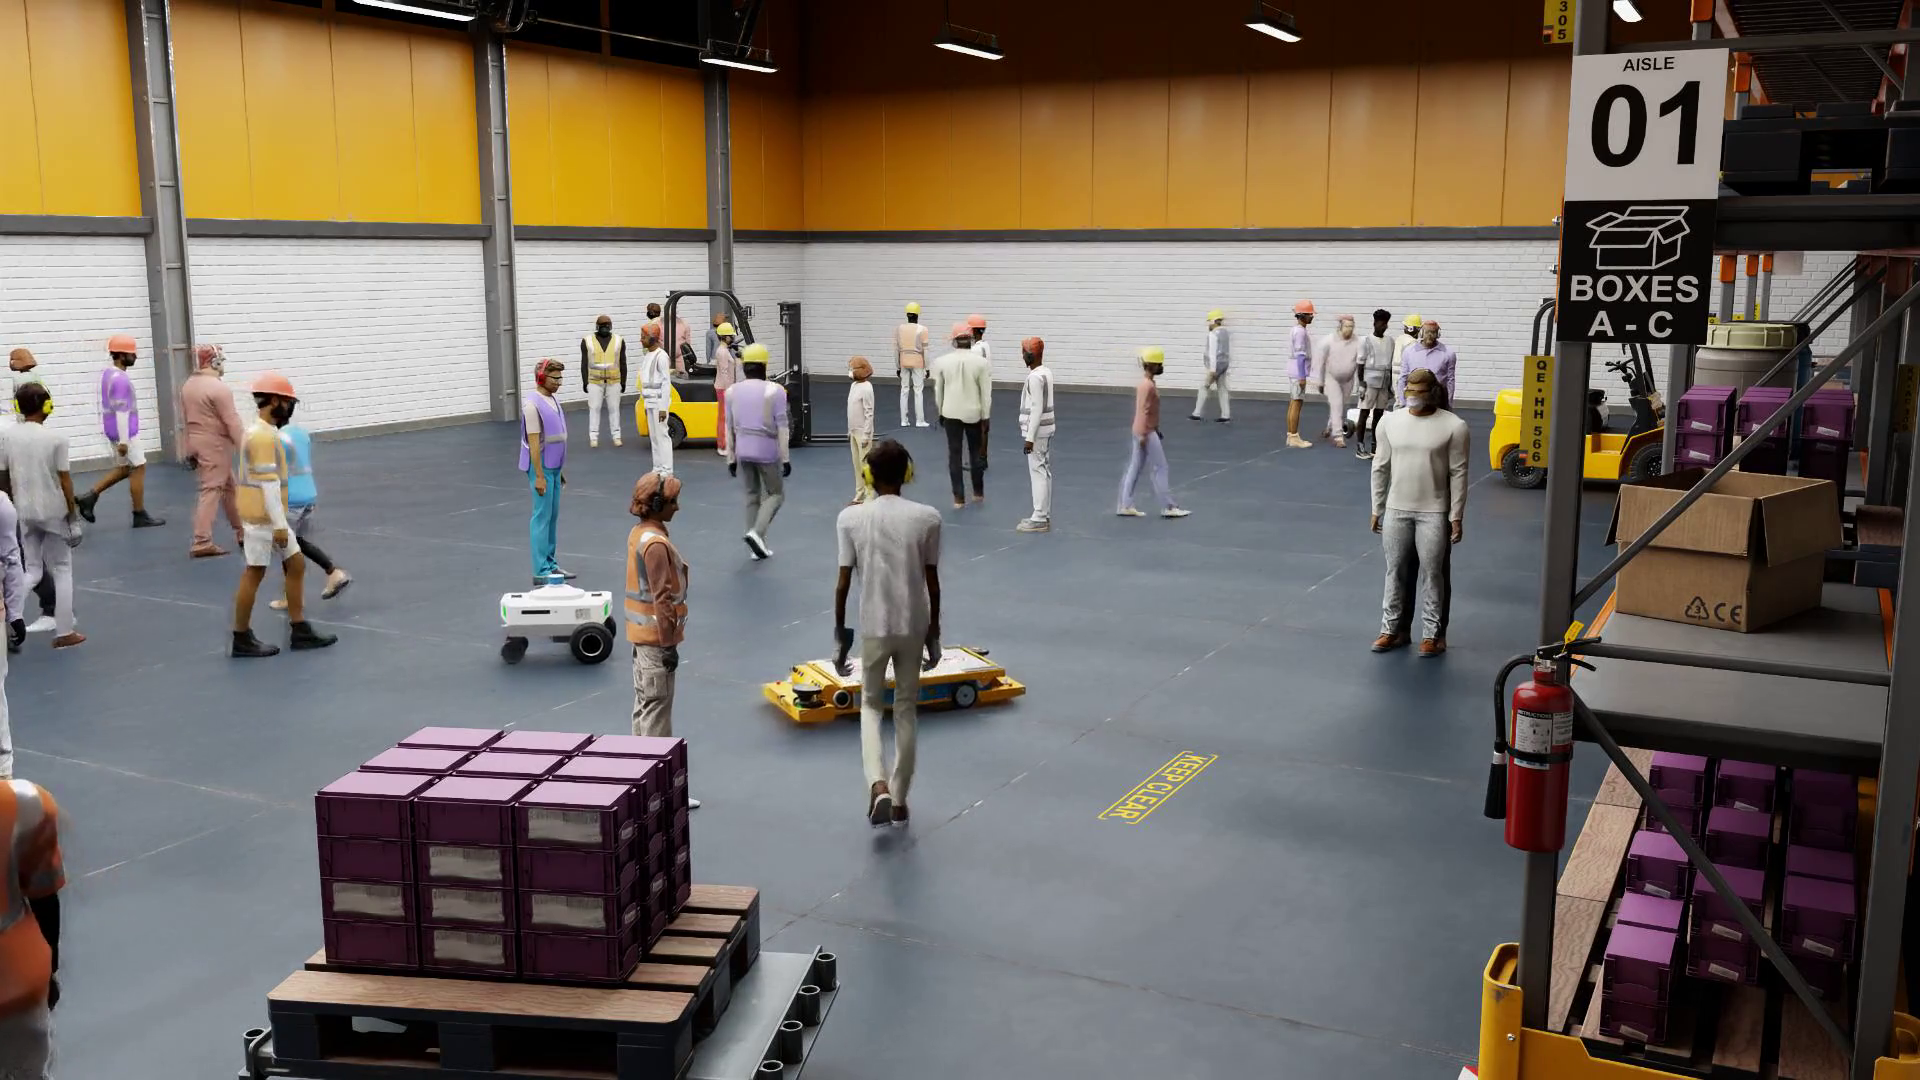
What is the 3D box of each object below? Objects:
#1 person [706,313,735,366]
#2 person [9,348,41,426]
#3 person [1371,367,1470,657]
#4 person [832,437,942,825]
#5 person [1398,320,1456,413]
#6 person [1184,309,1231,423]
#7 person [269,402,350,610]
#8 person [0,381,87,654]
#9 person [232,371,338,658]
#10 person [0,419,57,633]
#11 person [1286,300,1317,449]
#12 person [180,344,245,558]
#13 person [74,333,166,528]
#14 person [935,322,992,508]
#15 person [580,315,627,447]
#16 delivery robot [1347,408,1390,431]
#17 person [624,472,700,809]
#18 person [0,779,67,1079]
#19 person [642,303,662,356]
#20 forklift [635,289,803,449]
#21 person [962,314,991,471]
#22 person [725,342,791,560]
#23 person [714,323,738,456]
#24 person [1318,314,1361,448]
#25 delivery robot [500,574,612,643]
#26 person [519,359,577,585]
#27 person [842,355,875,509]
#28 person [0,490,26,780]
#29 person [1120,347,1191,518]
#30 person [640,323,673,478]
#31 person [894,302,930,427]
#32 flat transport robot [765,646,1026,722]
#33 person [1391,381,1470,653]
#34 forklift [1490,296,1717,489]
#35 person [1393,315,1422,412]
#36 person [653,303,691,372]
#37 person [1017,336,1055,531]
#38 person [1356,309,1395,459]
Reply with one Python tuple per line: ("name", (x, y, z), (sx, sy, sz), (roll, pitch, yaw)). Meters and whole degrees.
("person", (-4.182, -3.134, 29.048), (0.507, 1.632, 0.268), (-1, 10, -4))
("person", (-10.360, -1.310, 18.491), (0.277, 1.631, 0.513), (-1, 10, -4))
("person", (3.051, -0.186, 11.108), (0.635, 1.936, 0.352), (6, 11, 29))
("person", (-0.334, 0.447, 7.750), (0.520, 1.842, 0.543), (-1, 10, -5))
("person", (5.457, -1.620, 19.486), (0.643, 1.913, 0.410), (3, 10, 16))
("person", (3.951, -2.735, 26.290), (0.820, 1.794, 0.615), (6, 12, 33))
("person", (-4.964, -0.303, 12.516), (0.474, 1.675, 0.559), (0, 10, 0))
("person", (-6.174, -0.135, 11.110), (0.518, 1.842, 0.689), (0, 10, 1))
("person", (-4.539, -0.168, 11.121), (0.810, 1.889, 0.627), (-3, 10, -19))
("person", (-6.781, -0.222, 11.535), (0.592, 1.860, 1.041), (8, 13, 39))
("person", (4.711, -2.289, 22.972), (0.381, 2.045, 0.605), (1, 10, 5))
("person", (-6.545, -0.806, 14.899), (0.647, 1.875, 0.894), (9, 13, 41))
("person", (-8.208, -1.047, 16.150), (0.691, 1.916, 0.560), (-8, 13, -38))
("person", (0.044, -1.350, 17.813), (0.616, 1.944, 0.966), (1, 10, 5))
("person", (-4.938, -2.201, 23.101), (0.627, 1.838, 0.430), (-3, 10, -16))
("delivery robot", (5.911, -1.772, 23.992), (0.477, 0.478, 0.707), (-4, 10, -23))
("person", (-1.470, 0.487, 8.076), (0.308, 1.640, 0.511), (-4, 11, -21))
("person", (-2.510, 1.138, 4.145), (0.434, 1.684, 0.552), (8, 13, 40))
("person", (-5.188, -3.107, 28.296), (0.429, 1.845, 0.621), (2, 10, 11))
("forklift", (-3.358, -2.392, 23.136), (2.313, 2.155, 1.214), (-1, 10, -5))
("person", (0.198, -1.824, 20.591), (0.355, 1.938, 0.545), (2, 10, 11))
("person", (-1.763, -0.750, 14.424), (0.603, 1.915, 0.510), (4, 10, 20))
("person", (-3.100, -1.993, 22.067), (0.316, 1.769, 0.525), (-2, 10, -10))
("person", (5.308, -2.244, 23.304), (0.653, 1.858, 0.857), (-2, 10, -10))
("delivery robot", (-2.670, 0.470, 11.014), (0.707, 0.478, 0.477), (-1, 9, -9))
("person", (-3.367, -0.551, 13.507), (0.390, 1.838, 0.563), (0, 10, 2))
("person", (-1.040, -1.095, 17.245), (0.287, 1.635, 0.499), (-5, 11, -25))
("person", (-4.879, 0.389, 8.054), (0.636, 1.842, 0.429), (-5, 11, -28))
("person", (2.004, -1.080, 16.865), (0.802, 1.736, 0.538), (0, 10, 1))
("person", (-3.493, -1.543, 19.121), (0.346, 1.881, 0.578), (-5, 11, -28))
("person", (-0.732, -2.696, 25.667), (0.587, 1.927, 0.369), (4, 10, 21))
("flat transport robot", (-0.388, 0.844, 9.960), (1.431, 0.197, 0.652), (-4, 11, -24))
("person", (3.156, -0.158, 11.233), (0.504, 1.839, 0.344), (6, 11, 31))
("forklift", (7.296, -1.677, 18.993), (2.313, 2.155, 1.214), (5, 11, 27))
("person", (6.322, -2.263, 23.467), (0.404, 1.822, 0.591), (-1, 10, -7))
("person", (-4.674, -2.912, 26.963), (0.651, 1.912, 0.410), (-2, 10, -14))
("person", (0.737, -1.023, 16.102), (0.353, 1.886, 0.573), (2, 10, 13))
("person", (5.455, -2.043, 21.795), (0.607, 1.957, 0.392), (-5, 11, -26))
